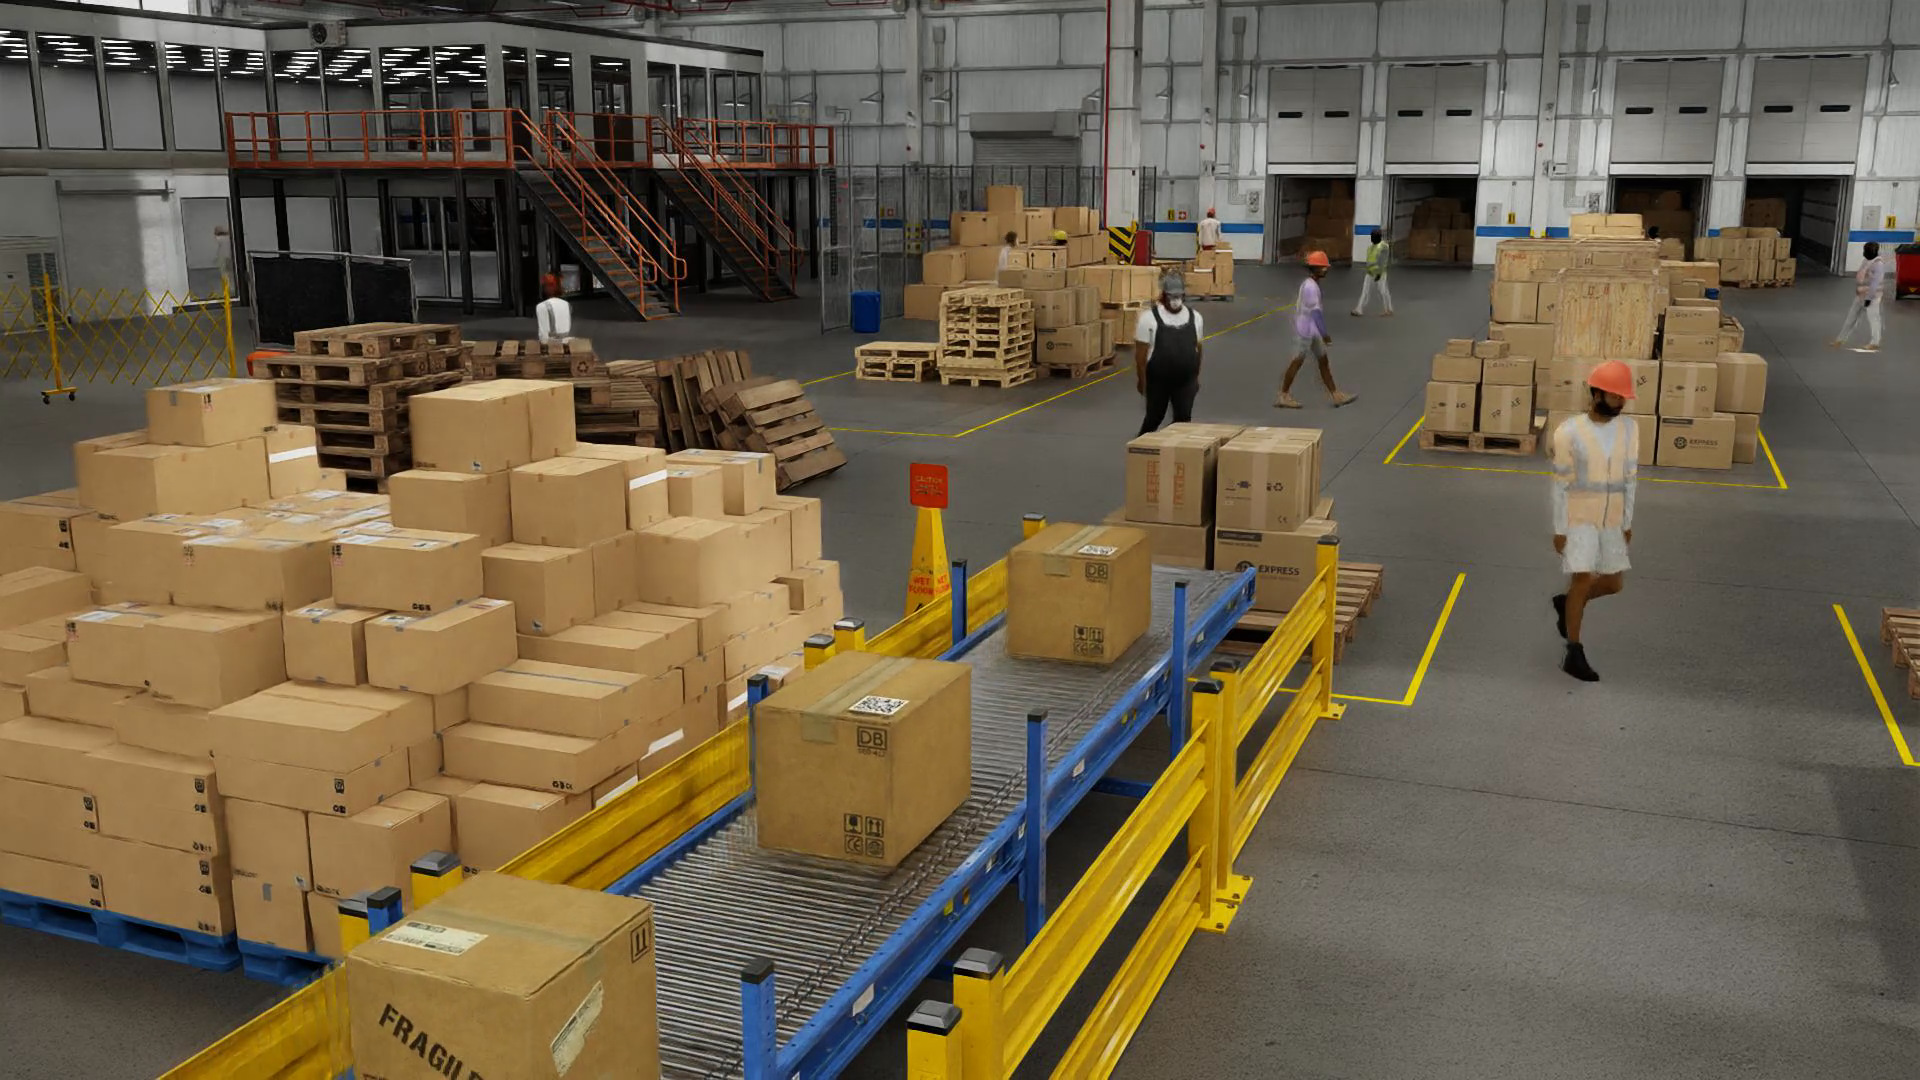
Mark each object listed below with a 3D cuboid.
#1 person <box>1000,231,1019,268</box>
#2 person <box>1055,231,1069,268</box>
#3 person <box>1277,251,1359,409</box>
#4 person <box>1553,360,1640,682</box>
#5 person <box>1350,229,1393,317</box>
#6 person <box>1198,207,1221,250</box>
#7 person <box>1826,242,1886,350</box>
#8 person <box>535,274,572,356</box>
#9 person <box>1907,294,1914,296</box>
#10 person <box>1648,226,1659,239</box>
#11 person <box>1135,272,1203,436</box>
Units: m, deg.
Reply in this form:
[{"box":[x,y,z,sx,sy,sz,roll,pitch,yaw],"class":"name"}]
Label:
[{"box":[0.881,-4.616,30.058,0.482,1.920,0.646,-2,13,-8],"class":"person"},{"box":[1.844,-4.868,31.310,1.019,1.882,0.601,-4,13,-18],"class":"person"},{"box":[4.530,-2.629,20.986,1.049,1.985,0.612,5,13,20],"class":"person"},{"box":[3.792,-0.145,10.044,0.549,1.915,0.638,-2,13,-11],"class":"person"},{"box":[8.569,-5.493,34.289,0.963,1.797,0.620,-7,14,-27],"class":"person"},{"box":[6.984,-8.310,46.515,0.647,1.970,0.602,3,13,13],"class":"person"},{"box":[15.107,-4.079,27.902,0.889,1.802,0.663,1,13,5],"class":"person"},{"box":[-4.679,-2.129,19.106,1.010,1.827,0.598,7,14,28],"class":"person"},{"box":[23.193,-6.700,39.868,0.931,1.719,0.535,4,13,17],"class":"person"},{"box":[16.190,-6.503,39.029,0.322,1.696,0.536,8,15,32],"class":"person"},{"box":[2.093,-1.696,16.692,0.693,2.000,0.758,-2,13,-9],"class":"person"}]
